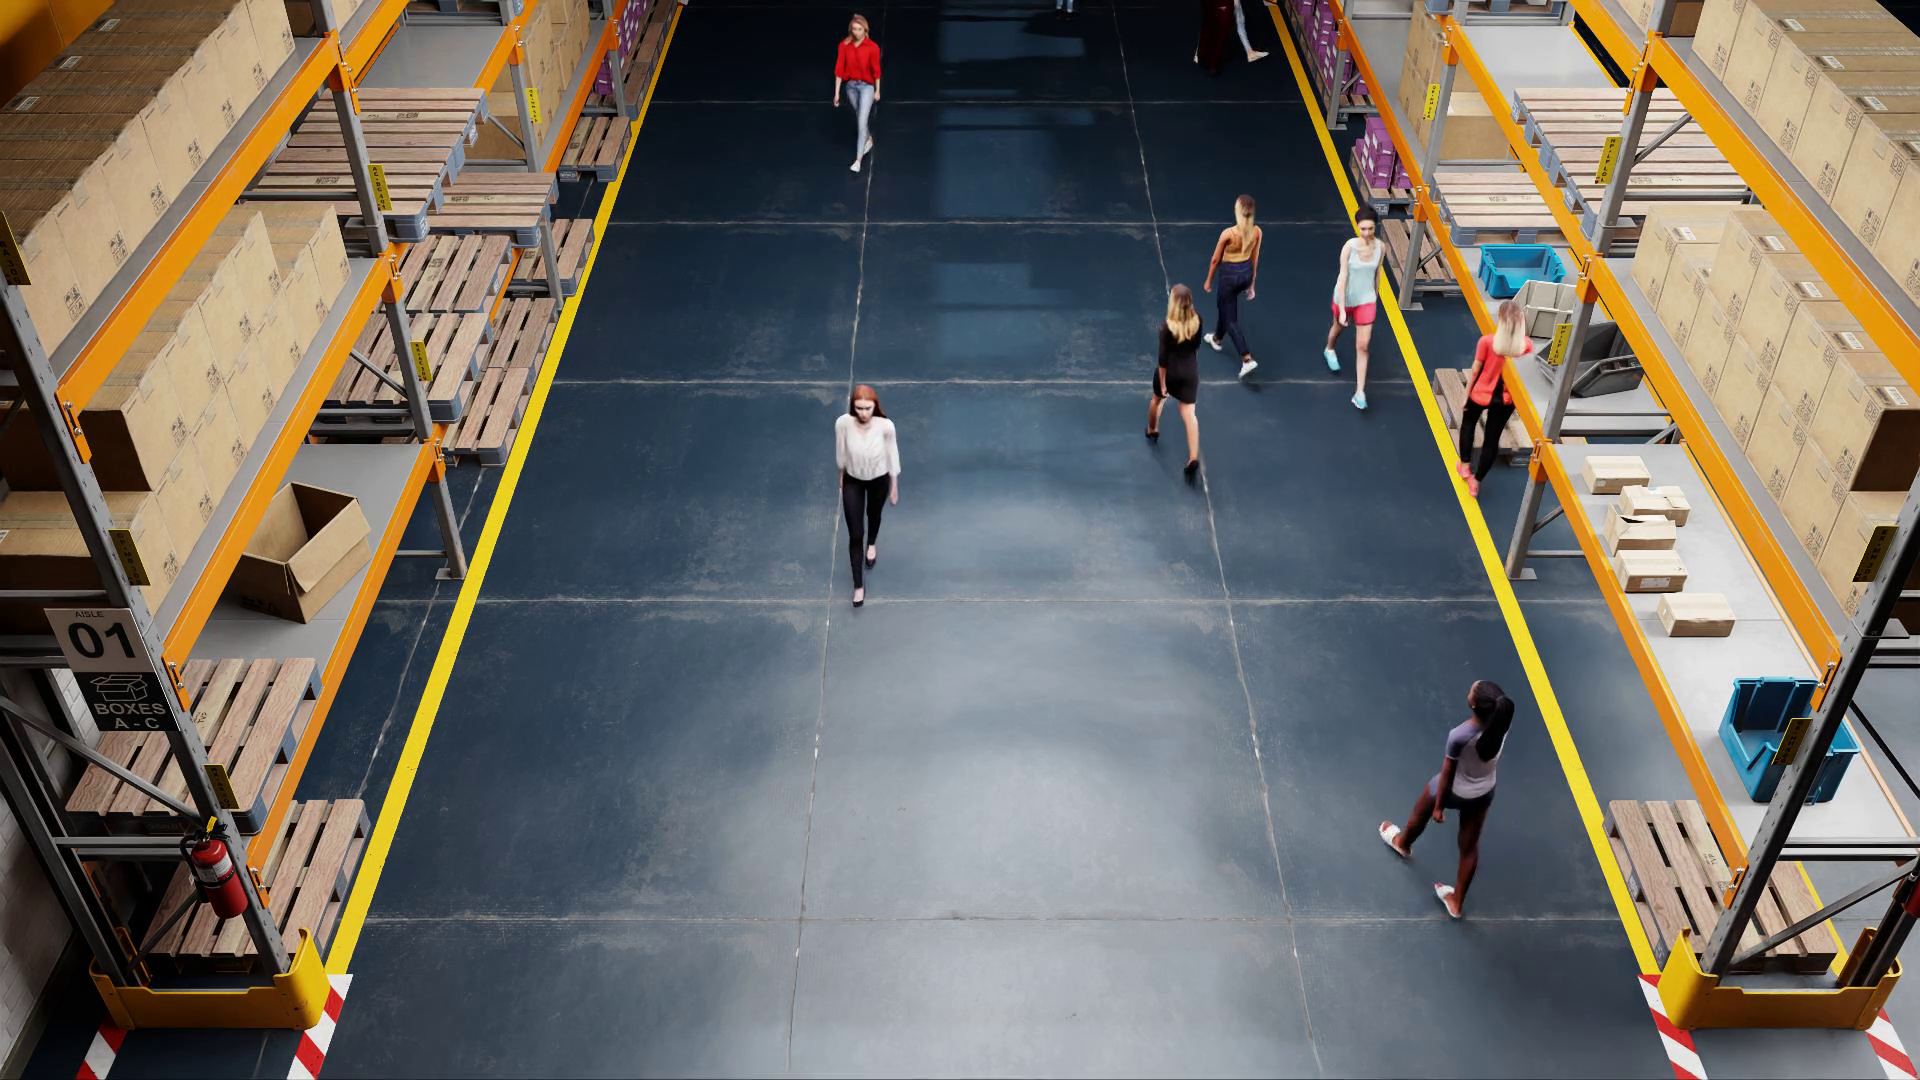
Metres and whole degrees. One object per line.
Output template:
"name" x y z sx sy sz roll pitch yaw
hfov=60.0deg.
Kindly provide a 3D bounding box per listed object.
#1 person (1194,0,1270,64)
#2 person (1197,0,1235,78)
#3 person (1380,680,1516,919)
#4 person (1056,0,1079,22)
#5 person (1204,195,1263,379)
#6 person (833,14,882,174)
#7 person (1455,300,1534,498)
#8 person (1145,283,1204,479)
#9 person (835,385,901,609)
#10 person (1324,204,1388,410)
"person" 3.083 -6.502 19.857 0.947 1.754 1.136 11 40 13
"person" 3.016 -6.382 19.737 0.980 1.715 0.840 -10 40 -13
"person" 3.018 1.562 9.808 0.851 1.692 1.097 -13 40 -16
"person" 1.357 -7.254 21.246 0.555 1.194 0.575 18 42 22
"person" 2.448 -2.209 14.610 0.913 1.593 1.192 -17 42 -21
"person" -1.058 -4.846 17.867 0.818 1.648 1.189 9 40 11
"person" 4.204 -1.059 13.108 0.670 1.670 0.708 4 39 5
"person" 1.791 -1.255 13.380 0.788 1.636 1.134 -12 40 -15
"person" -0.681 -0.443 12.297 0.612 1.719 1.065 0 39 0
"person" 3.356 -2.079 14.352 0.624 1.712 1.236 -4 39 -5
